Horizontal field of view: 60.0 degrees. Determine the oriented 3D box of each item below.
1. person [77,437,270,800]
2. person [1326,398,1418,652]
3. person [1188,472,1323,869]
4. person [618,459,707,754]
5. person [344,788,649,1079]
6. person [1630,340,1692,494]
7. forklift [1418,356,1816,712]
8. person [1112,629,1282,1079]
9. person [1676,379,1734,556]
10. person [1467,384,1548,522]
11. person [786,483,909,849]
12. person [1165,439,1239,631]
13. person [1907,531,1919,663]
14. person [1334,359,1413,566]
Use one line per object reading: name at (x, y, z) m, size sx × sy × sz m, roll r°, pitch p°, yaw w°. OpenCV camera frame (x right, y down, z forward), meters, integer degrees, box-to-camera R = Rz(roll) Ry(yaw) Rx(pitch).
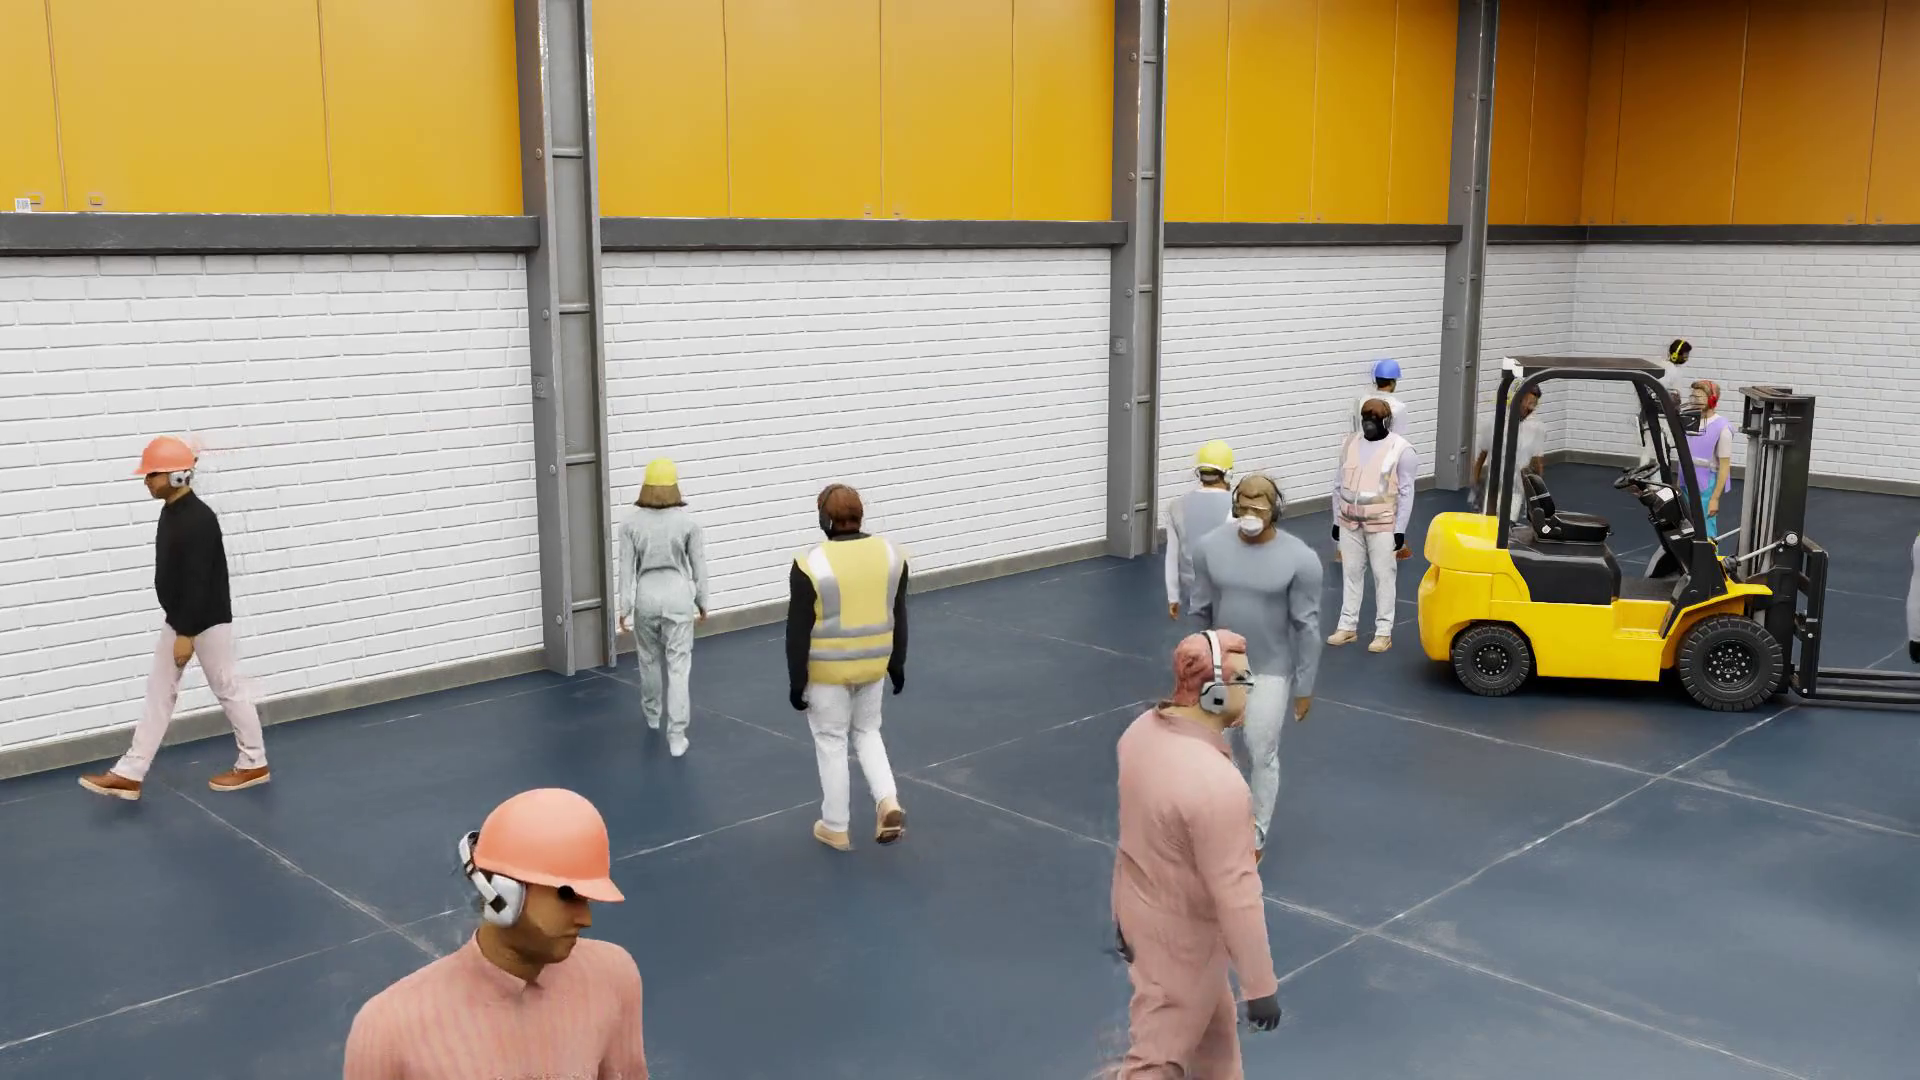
person at (-4.180, 0.439, 8.783) m, size 0.981 × 1.946 × 0.652 m, roll -10°, pitch 14°, yaw -42°
person at (2.978, -0.113, 12.103) m, size 0.627 × 1.845 × 0.429 m, roll 9°, pitch 14°, yaw 41°
person at (1.357, 0.634, 7.794) m, size 0.662 × 1.924 × 0.436 m, roll 6°, pitch 12°, yaw 28°
person at (-1.757, 0.364, 9.891) m, size 0.507 × 1.704 × 0.813 m, roll -1°, pitch 10°, yaw -6°
person at (-0.912, 1.445, 3.300) m, size 0.538 × 1.955 × 0.651 m, roll 9°, pitch 14°, yaw 41°
person at (8.068, -1.403, 19.189) m, size 0.341 × 1.833 × 0.682 m, roll -3°, pitch 11°, yaw -17°
forklift at (4.276, -0.101, 11.076) m, size 2.313 × 2.155 × 1.214 m, roll 2°, pitch 11°, yaw 13°
person at (0.770, 1.183, 4.950) m, size 0.908 × 1.866 × 0.667 m, roll -2°, pitch 11°, yaw -11°
person at (6.058, -0.389, 13.596) m, size 0.389 × 1.846 × 0.567 m, roll -2°, pitch 11°, yaw -12°
person at (4.470, -0.382, 13.614) m, size 0.594 × 1.824 × 0.376 m, roll 3°, pitch 11°, yaw 16°
person at (-0.537, 0.635, 8.054) m, size 0.647 × 1.828 × 0.529 m, roll -7°, pitch 12°, yaw -33°
person at (1.496, 0.305, 9.939) m, size 0.590 × 1.805 × 0.793 m, roll 7°, pitch 12°, yaw 33°
person at (5.302, 0.518, 8.696) m, size 0.649 × 1.828 × 0.443 m, roll 9°, pitch 14°, yaw 41°
person at (3.796, -0.700, 15.149) m, size 0.600 × 1.906 × 0.992 m, roll 10°, pitch 14°, yaw 43°
